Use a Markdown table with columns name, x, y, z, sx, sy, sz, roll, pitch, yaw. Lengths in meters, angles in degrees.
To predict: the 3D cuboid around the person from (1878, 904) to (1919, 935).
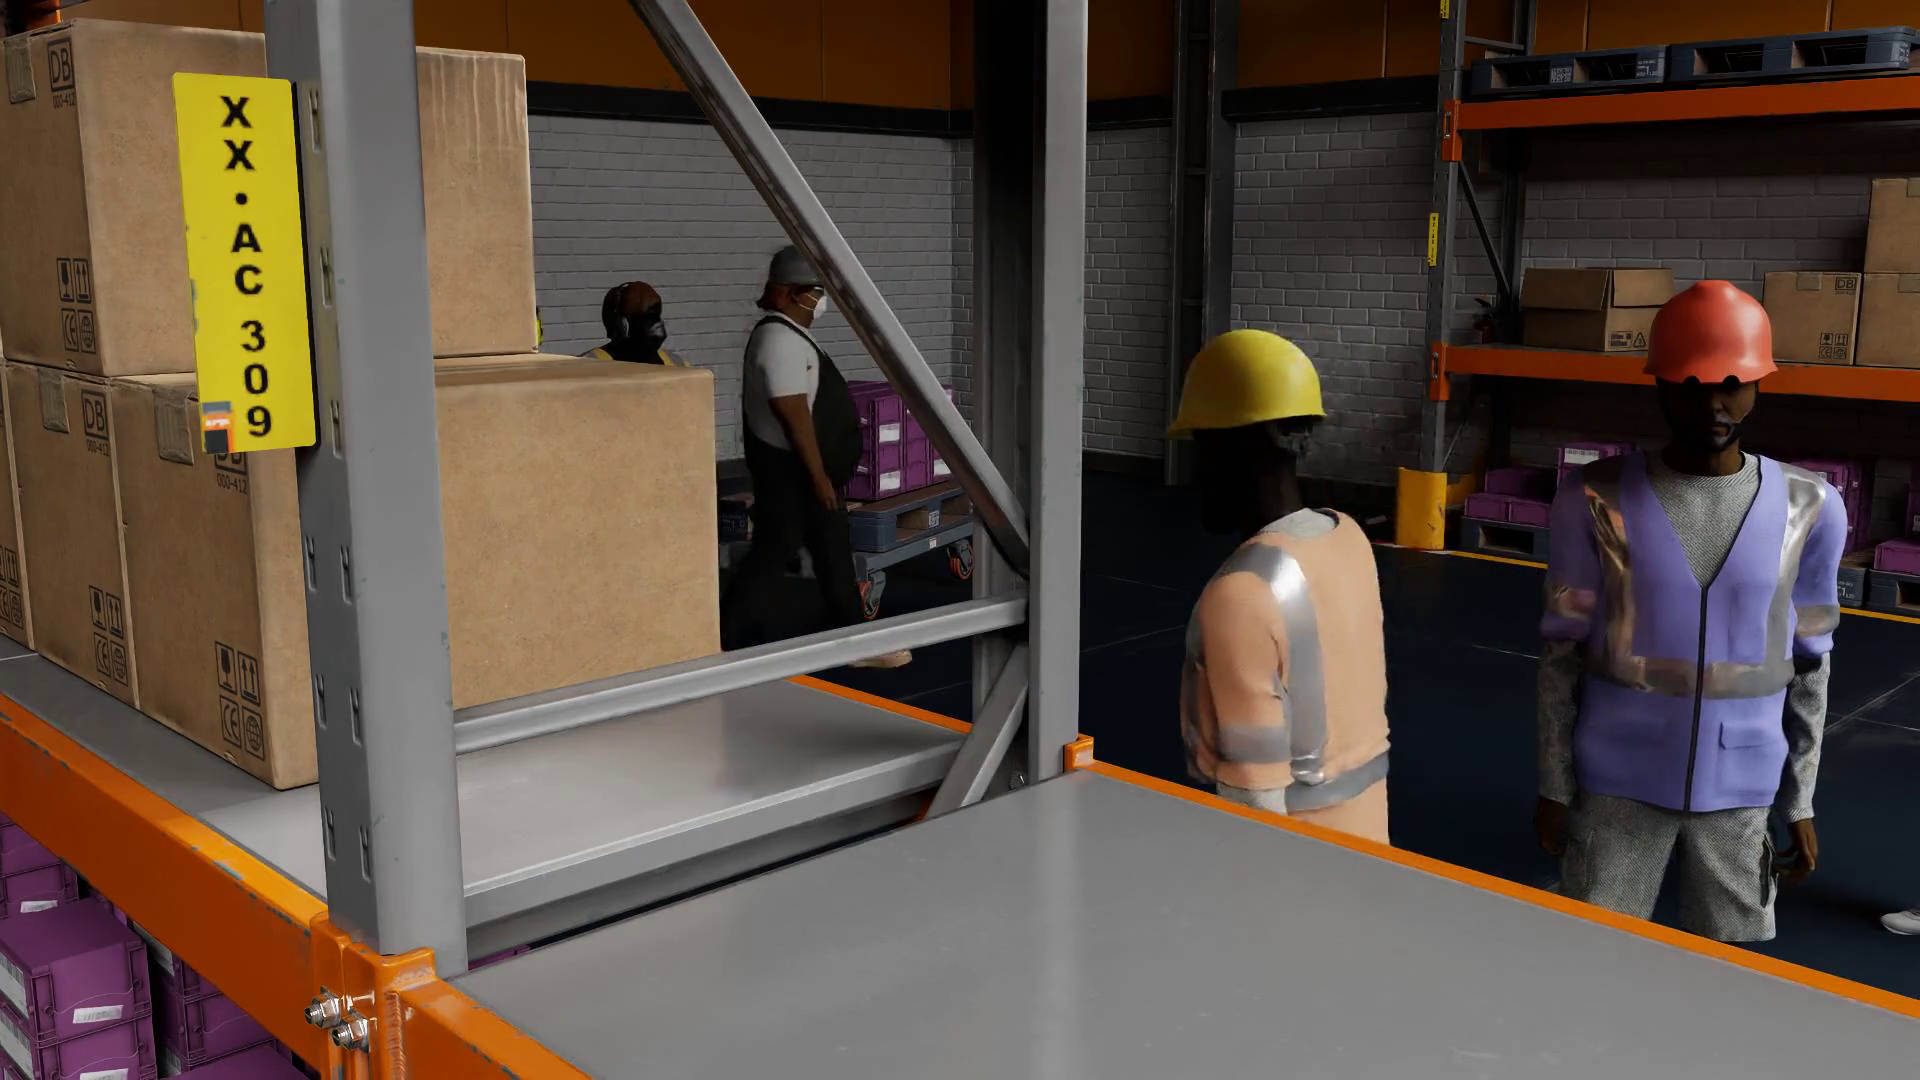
| name | x | y | z | sx | sy | sz | roll | pitch | yaw |
| --- | --- | --- | --- | --- | --- | --- | --- | --- | --- |
| person | 2.925 | 0.248 | 4.540 | 0.398 | 1.913 | 0.590 | -2 | 11 | -9 |

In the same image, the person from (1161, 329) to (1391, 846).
| name | x | y | z | sx | sy | sz | roll | pitch | yaw |
| --- | --- | --- | --- | --- | --- | --- | --- | --- | --- |
| person | 0.585 | 0.578 | 2.901 | 1.016 | 1.878 | 0.585 | 8 | 13 | 37 |

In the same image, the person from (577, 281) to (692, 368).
| name | x | y | z | sx | sy | sz | roll | pitch | yaw |
| --- | --- | --- | --- | --- | --- | --- | --- | --- | --- |
| person | -1.260 | -0.086 | 6.551 | 0.429 | 1.843 | 0.634 | 10 | 14 | 43 |

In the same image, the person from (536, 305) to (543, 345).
| name | x | y | z | sx | sy | sz | roll | pitch | yaw |
| --- | --- | --- | --- | --- | --- | --- | --- | --- | --- |
| person | -1.482 | 0.069 | 5.648 | 0.323 | 1.865 | 0.518 | 4 | 11 | 21 |

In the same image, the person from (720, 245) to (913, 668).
| name | x | y | z | sx | sy | sz | roll | pitch | yaw |
| --- | --- | --- | --- | --- | --- | --- | --- | --- | --- |
| person | -0.749 | -0.369 | 7.559 | 0.979 | 2.000 | 0.684 | 0 | 10 | 1 |

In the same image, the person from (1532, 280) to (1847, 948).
| name | x | y | z | sx | sy | sz | roll | pitch | yaw |
| --- | --- | --- | --- | --- | --- | --- | --- | --- | --- |
| person | 1.416 | 0.466 | 3.283 | 0.548 | 1.938 | 0.358 | 2 | 11 | 13 |
